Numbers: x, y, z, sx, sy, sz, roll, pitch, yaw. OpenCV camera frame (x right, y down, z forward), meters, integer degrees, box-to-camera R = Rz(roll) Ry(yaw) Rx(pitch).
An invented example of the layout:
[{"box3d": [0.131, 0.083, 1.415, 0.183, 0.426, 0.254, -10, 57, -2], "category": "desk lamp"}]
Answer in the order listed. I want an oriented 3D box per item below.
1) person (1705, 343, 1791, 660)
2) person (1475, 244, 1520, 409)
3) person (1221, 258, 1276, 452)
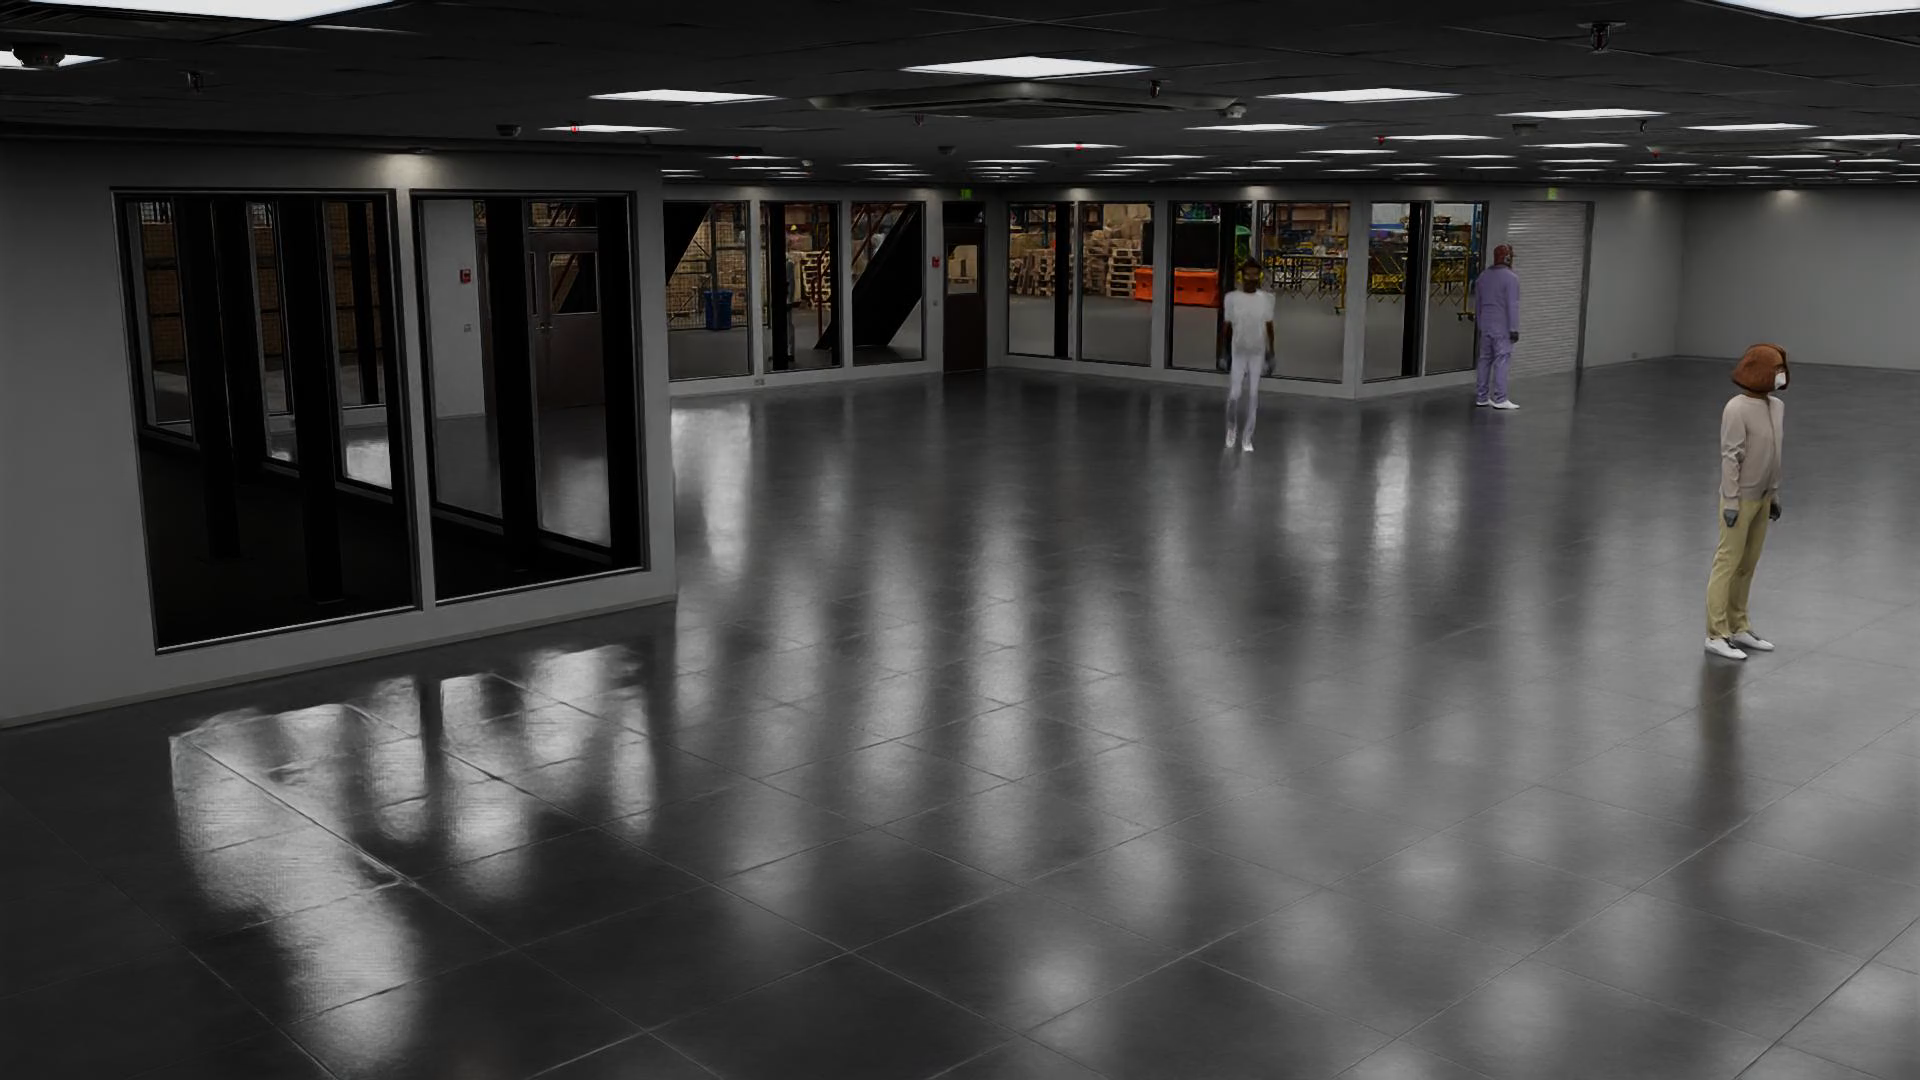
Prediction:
[{"box3d": [4.126, -0.206, 8.680, 0.500, 1.636, 0.281, -9, 14, -38], "category": "person"}, {"box3d": [6.300, -2.486, 19.415, 0.407, 1.910, 0.639, -5, 12, -23], "category": "person"}, {"box3d": [2.772, -1.762, 15.933, 0.505, 1.857, 0.406, 0, 11, 2], "category": "person"}]
